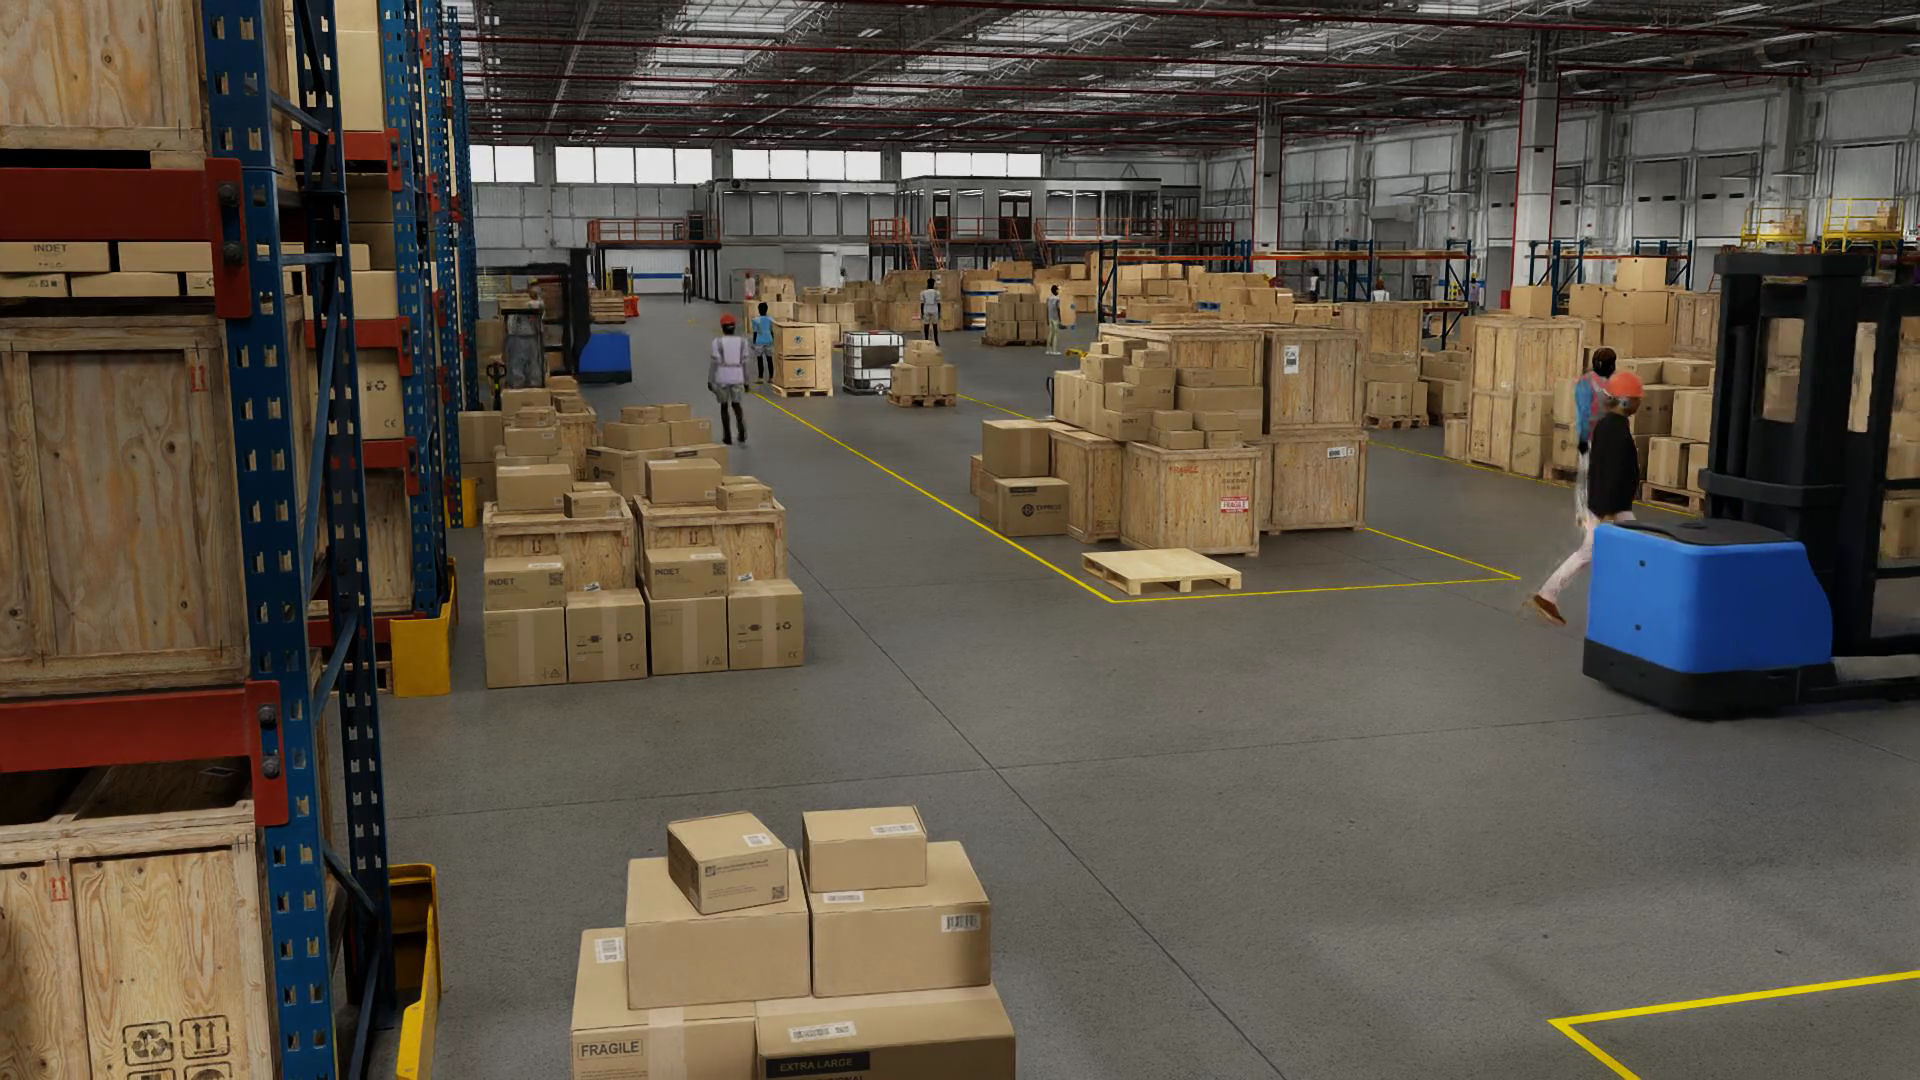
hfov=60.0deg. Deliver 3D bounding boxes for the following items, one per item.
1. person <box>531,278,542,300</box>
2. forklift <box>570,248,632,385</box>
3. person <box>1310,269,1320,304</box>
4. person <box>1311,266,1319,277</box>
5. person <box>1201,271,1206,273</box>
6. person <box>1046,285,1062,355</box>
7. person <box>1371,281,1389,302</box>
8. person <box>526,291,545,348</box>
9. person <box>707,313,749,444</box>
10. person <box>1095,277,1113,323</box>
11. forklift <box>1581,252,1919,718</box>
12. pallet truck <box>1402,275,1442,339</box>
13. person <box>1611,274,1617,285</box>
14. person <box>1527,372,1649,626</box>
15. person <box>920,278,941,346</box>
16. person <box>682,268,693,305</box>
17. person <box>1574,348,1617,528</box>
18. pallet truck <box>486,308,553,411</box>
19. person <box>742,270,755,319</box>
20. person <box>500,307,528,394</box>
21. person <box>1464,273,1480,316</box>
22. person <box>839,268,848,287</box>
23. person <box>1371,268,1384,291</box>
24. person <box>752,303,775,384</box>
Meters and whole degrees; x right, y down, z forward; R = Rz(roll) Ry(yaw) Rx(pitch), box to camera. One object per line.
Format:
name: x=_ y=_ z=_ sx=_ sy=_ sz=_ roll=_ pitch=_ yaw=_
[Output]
person: x=-15.383 y=-8.663 z=60.448 sx=0.438 sy=1.727 sz=0.528 roll=3 pitch=11 yaw=18
forklift: x=-7.788 y=-4.608 z=34.268 sx=1.873 sy=2.768 sz=1.129 roll=-3 pitch=10 yaw=-15
person: x=15.368 y=-10.834 z=72.320 sx=0.806 sy=1.900 sz=0.601 roll=-3 pitch=11 yaw=-18
person: x=16.337 y=-11.624 z=76.642 sx=0.405 sy=1.943 sz=0.613 roll=2 pitch=10 yaw=14
person: x=8.269 y=-8.159 z=56.753 sx=0.541 sy=2.000 sz=0.692 roll=5 pitch=11 yaw=24
person: x=2.501 y=-5.830 z=44.086 sx=0.333 sy=1.860 sz=0.528 roll=-8 pitch=13 yaw=-38
person: x=12.129 y=-6.555 z=48.117 sx=0.572 sy=1.883 sz=0.356 roll=3 pitch=11 yaw=19
person: x=-11.929 y=-6.187 z=46.764 sx=0.515 sy=1.619 sz=0.662 roll=-2 pitch=10 yaw=-9
person: x=-3.364 y=-2.337 z=24.131 sx=0.561 sy=1.914 sz=0.471 roll=-5 pitch=11 yaw=-26
person: x=4.610 y=-7.458 z=53.231 sx=0.564 sy=1.889 sz=1.006 roll=2 pitch=10 yaw=13
forklift: x=5.099 y=-0.409 z=10.490 sx=1.873 sy=2.768 sz=1.129 roll=-3 pitch=10 yaw=-15
pallet truck: x=14.620 y=-7.324 z=52.145 sx=0.823 sy=1.965 sz=1.885 roll=8 pitch=13 yaw=40
person: x=24.320 y=-8.916 z=61.624 sx=0.521 sy=1.844 sz=0.800 roll=-4 pitch=11 yaw=-21
person: x=4.783 y=-0.283 z=12.395 sx=0.963 sy=1.962 sz=0.624 roll=1 pitch=10 yaw=8
person: x=-0.838 y=-6.549 z=47.865 sx=0.603 sy=1.959 sz=0.377 roll=1 pitch=10 yaw=8
person: x=-13.319 y=-12.377 z=81.207 sx=0.504 sy=1.839 sz=0.344 roll=-3 pitch=10 yaw=-14
person: x=6.557 y=-1.048 z=17.049 sx=0.633 sy=1.843 sz=0.429 roll=-7 pitch=12 yaw=-35
pallet truck: x=-6.242 y=-2.418 z=24.362 sx=0.823 sy=1.965 sz=1.885 roll=1 pitch=10 yaw=3
person: x=-8.226 y=-9.684 z=65.611 sx=0.606 sy=1.962 sz=0.825 roll=8 pitch=13 yaw=38
person: x=-6.992 y=-2.671 z=26.017 sx=0.457 sy=1.918 sz=0.661 roll=0 pitch=10 yaw=1
person: x=18.347 y=-8.599 z=59.607 sx=0.582 sy=1.919 sz=0.399 roll=-2 pitch=10 yaw=-9
person: x=-5.319 y=-11.407 z=75.611 sx=0.412 sy=1.869 sz=0.577 roll=-7 pitch=12 yaw=-33
person: x=20.417 y=-12.442 z=81.629 sx=0.661 sy=1.815 sz=0.784 roll=-2 pitch=10 yaw=-12
person: x=-4.119 y=-4.118 z=34.843 sx=0.542 sy=1.695 sz=0.316 roll=-7 pitch=12 yaw=-36
